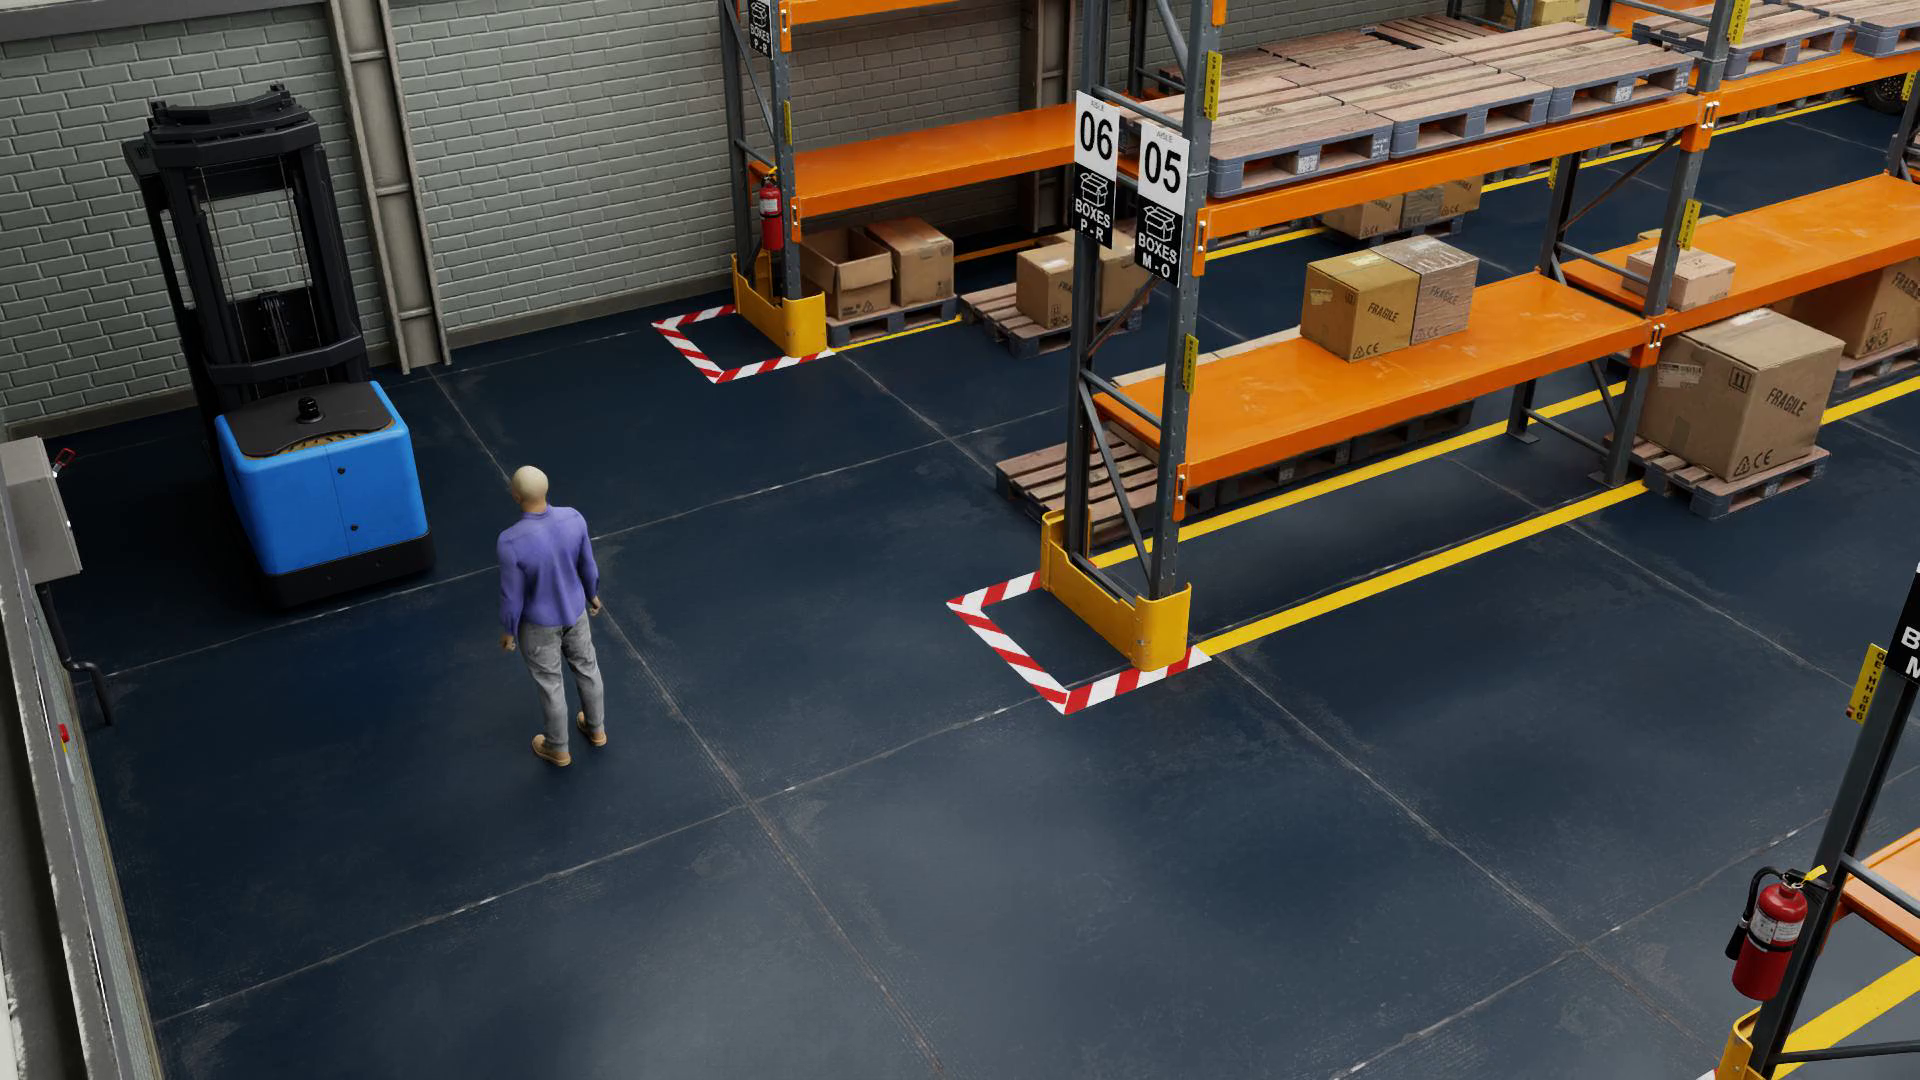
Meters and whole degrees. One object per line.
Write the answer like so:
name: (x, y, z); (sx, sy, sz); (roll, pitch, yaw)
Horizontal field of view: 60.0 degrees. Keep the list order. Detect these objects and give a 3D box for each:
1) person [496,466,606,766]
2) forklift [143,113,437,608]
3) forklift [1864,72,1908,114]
person: (-2.152, 0.407, 8.829); (0.589, 1.800, 0.395); (-26, 40, -36)
forklift: (-4.289, -1.259, 10.509); (1.129, 2.768, 1.873); (-17, 36, -26)
forklift: (11.468, -5.645, 18.244); (1.214, 2.155, 2.313); (-17, 36, -26)
